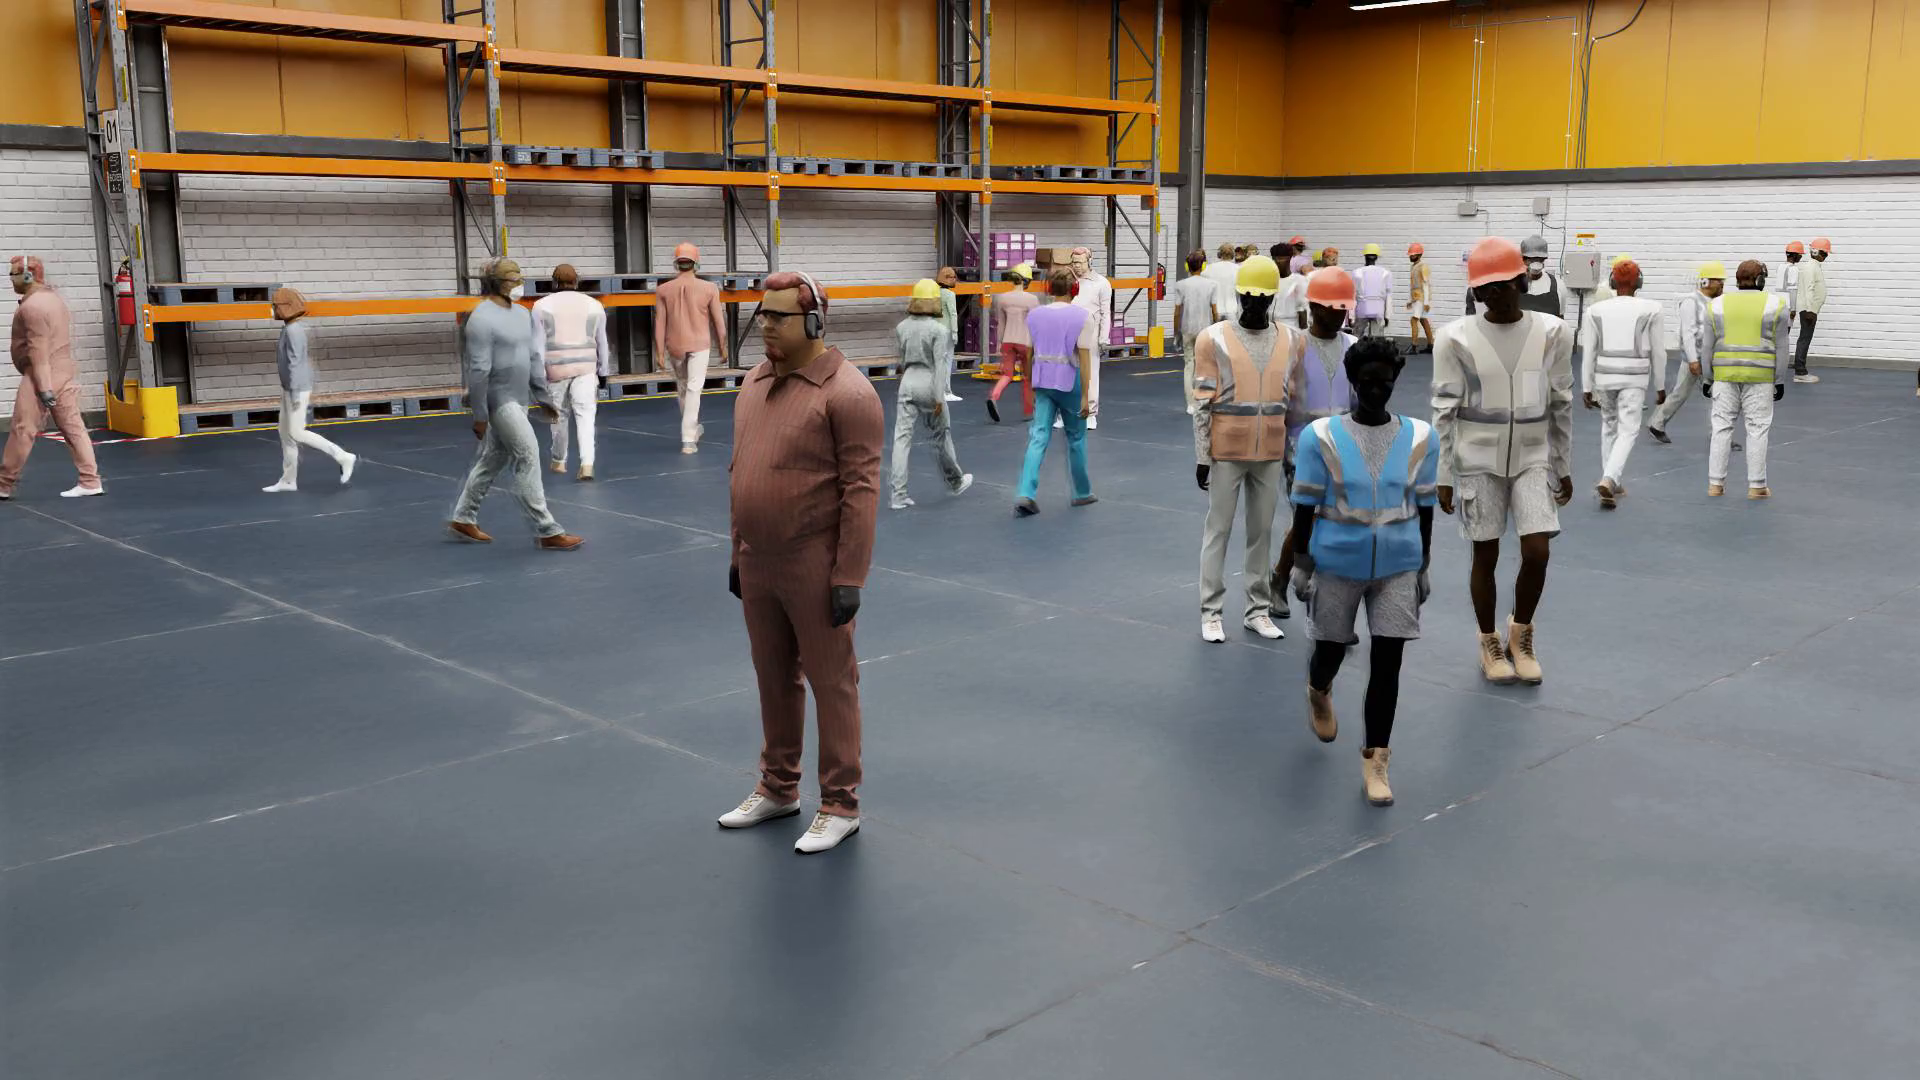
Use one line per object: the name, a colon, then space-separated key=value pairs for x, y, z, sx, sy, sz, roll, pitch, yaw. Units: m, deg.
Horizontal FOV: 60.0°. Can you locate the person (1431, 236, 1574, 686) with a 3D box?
person: x=2.411 y=-0.327 z=7.390 sx=0.649 sy=2.015 sz=0.520 roll=1 pitch=10 yaw=5

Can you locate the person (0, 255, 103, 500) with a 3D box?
person: x=-7.126 y=-1.225 z=12.720 sx=0.950 sy=1.867 sz=0.646 roll=-1 pitch=10 yaw=-8

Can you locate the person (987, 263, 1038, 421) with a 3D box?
person: x=0.586 y=-2.120 z=17.972 sx=0.528 sy=1.730 sz=0.754 roll=7 pitch=13 yaw=34

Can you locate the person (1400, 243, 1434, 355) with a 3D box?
person: x=7.829 y=-4.078 z=28.231 sx=0.690 sy=1.898 sz=0.568 roll=0 pitch=10 yaw=-1

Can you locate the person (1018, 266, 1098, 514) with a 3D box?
person: x=0.710 y=-1.097 z=12.186 sx=0.577 sy=1.808 sz=0.967 roll=6 pitch=12 yaw=31

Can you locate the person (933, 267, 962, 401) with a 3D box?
person: x=-0.175 y=-2.527 z=20.435 sx=0.264 sy=1.632 sz=0.508 roll=-6 pitch=12 yaw=-29

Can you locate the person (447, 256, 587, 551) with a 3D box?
person: x=-2.942 y=-0.872 z=10.730 sx=1.009 sy=1.899 sz=0.641 roll=2 pitch=11 yaw=9

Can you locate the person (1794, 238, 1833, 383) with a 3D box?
person: x=11.779 y=-3.172 z=22.992 sx=0.393 sy=1.985 sz=0.611 roll=6 pitch=12 yaw=29

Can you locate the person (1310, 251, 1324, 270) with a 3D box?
person: x=6.280 y=-4.183 z=29.163 sx=0.469 sy=1.751 sz=0.593 roll=9 pitch=14 yaw=40

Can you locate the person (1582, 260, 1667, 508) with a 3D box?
person: x=4.948 y=-1.173 z=12.493 sx=0.584 sy=1.853 sz=0.910 roll=9 pitch=13 yaw=39

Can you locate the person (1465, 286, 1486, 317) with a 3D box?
person: x=4.870 y=-1.693 z=15.120 sx=0.590 sy=1.916 sz=0.399 roll=1 pitch=10 yaw=5

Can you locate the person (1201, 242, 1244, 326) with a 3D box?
person: x=3.576 y=-3.063 z=22.567 sx=0.664 sy=1.919 sz=0.639 roll=2 pitch=11 yaw=10

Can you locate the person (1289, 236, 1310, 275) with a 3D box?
person: x=5.749 y=-4.189 z=28.463 sx=0.617 sy=2.006 sz=0.626 roll=5 pitch=12 yaw=27

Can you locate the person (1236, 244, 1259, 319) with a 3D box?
person: x=4.567 y=-3.709 z=26.203 sx=0.645 sy=1.894 sz=1.005 roll=0 pitch=10 yaw=0

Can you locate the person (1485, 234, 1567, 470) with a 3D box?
person: x=4.887 y=-1.607 z=14.307 sx=0.689 sy=2.000 sz=0.538 roll=0 pitch=10 yaw=-1

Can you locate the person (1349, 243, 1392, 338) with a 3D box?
person: x=5.661 y=-3.143 z=23.032 sx=0.600 sy=1.911 sz=0.414 roll=1 pitch=10 yaw=3

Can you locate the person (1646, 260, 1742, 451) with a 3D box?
person: x=7.034 y=-1.765 z=15.861 sx=0.589 sy=1.794 sz=0.916 roll=-5 pitch=12 yaw=-26

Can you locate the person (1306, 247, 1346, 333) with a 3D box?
person: x=4.559 y=-2.726 z=20.862 sx=0.612 sy=1.870 sz=0.472 roll=-4 pitch=11 yaw=-22

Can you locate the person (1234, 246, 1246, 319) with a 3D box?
person: x=4.774 y=-3.976 z=27.796 sx=0.684 sy=1.837 sz=0.575 roll=-6 pitch=12 yaw=-29

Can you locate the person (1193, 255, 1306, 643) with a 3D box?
person: x=1.445 y=-0.446 z=8.298 sx=0.588 sy=1.923 sz=0.383 roll=-2 pitch=11 yaw=-12

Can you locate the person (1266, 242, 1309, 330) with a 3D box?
person: x=3.439 y=-2.166 z=17.592 sx=0.455 sy=1.948 sz=0.628 roll=-6 pitch=12 yaw=-30

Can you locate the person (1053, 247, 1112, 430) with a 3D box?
person: x=1.246 y=-2.103 z=17.396 sx=0.639 sy=1.903 sz=0.407 roll=4 pitch=11 yaw=21

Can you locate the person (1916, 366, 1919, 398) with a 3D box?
person: x=12.077 y=-2.584 z=20.569 sx=0.322 sy=1.696 sz=0.536 roll=3 pitch=11 yaw=17

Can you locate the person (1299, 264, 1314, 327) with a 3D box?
person: x=5.015 y=-3.183 z=24.060 sx=0.538 sy=1.599 sz=0.704 roll=-1 pitch=10 yaw=-8

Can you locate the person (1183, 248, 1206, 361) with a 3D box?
person: x=3.868 y=-3.748 z=26.566 sx=0.508 sy=1.820 sz=0.714 roll=-5 pitch=11 yaw=-24

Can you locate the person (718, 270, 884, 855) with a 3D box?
person: x=-0.552 y=0.071 z=5.520 sx=0.643 sy=1.910 sz=0.411 roll=9 pitch=14 yaw=41

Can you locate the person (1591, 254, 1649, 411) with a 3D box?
person: x=7.589 y=-2.363 z=19.075 sx=0.620 sy=1.798 sz=0.819 roll=-5 pitch=11 yaw=-24

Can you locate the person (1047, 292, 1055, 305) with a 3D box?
person: x=1.332 y=-2.591 z=20.785 sx=0.549 sy=1.623 sz=0.367 roll=5 pitch=11 yaw=23

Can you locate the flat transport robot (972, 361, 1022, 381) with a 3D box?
flat transport robot: x=0.882 y=-2.396 z=23.438 sx=0.652 sy=0.197 sz=1.431 roll=10 pitch=14 yaw=42

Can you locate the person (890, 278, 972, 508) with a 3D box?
person: x=-0.243 y=-1.112 z=12.545 sx=0.493 sy=1.692 sz=0.931 roll=6 pitch=12 yaw=31

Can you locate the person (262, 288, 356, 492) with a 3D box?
person: x=-5.187 y=-1.179 z=13.135 sx=0.643 sy=1.611 sz=0.506 roll=-5 pitch=11 yaw=-24

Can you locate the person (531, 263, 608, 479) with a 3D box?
person: x=-3.260 y=-1.411 z=13.938 sx=0.642 sy=1.792 sz=0.982 roll=-4 pitch=11 yaw=-22

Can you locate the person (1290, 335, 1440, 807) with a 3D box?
person: x=1.472 y=0.075 z=6.131 sx=0.540 sy=1.673 sz=0.708 roll=1 pitch=10 yaw=4

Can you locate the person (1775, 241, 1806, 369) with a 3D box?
person: x=12.630 y=-3.577 z=25.364 sx=0.380 sy=1.930 sz=0.543 roll=0 pitch=10 yaw=0

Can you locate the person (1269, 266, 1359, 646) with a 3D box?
person: x=1.800 y=-0.451 z=8.478 sx=0.553 sy=1.876 sz=1.033 roll=-3 pitch=11 yaw=-18

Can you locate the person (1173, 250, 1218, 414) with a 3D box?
person: x=2.652 y=-2.320 z=18.699 sx=0.526 sy=1.858 sz=0.611 roll=2 pitch=11 yaw=12

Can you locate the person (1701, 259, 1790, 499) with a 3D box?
person: x=6.051 y=-1.234 z=12.835 sx=0.619 sy=1.839 sz=0.430 roll=7 pitch=13 yaw=35

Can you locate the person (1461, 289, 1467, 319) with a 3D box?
person: x=6.980 y=-2.856 z=22.361 sx=0.513 sy=1.574 sz=0.790 roll=1 pitch=10 yaw=7

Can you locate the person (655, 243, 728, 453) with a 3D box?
person: x=-2.531 y=-1.817 z=15.725 sx=0.624 sy=1.939 sz=1.009 roll=2 pitch=11 yaw=9
